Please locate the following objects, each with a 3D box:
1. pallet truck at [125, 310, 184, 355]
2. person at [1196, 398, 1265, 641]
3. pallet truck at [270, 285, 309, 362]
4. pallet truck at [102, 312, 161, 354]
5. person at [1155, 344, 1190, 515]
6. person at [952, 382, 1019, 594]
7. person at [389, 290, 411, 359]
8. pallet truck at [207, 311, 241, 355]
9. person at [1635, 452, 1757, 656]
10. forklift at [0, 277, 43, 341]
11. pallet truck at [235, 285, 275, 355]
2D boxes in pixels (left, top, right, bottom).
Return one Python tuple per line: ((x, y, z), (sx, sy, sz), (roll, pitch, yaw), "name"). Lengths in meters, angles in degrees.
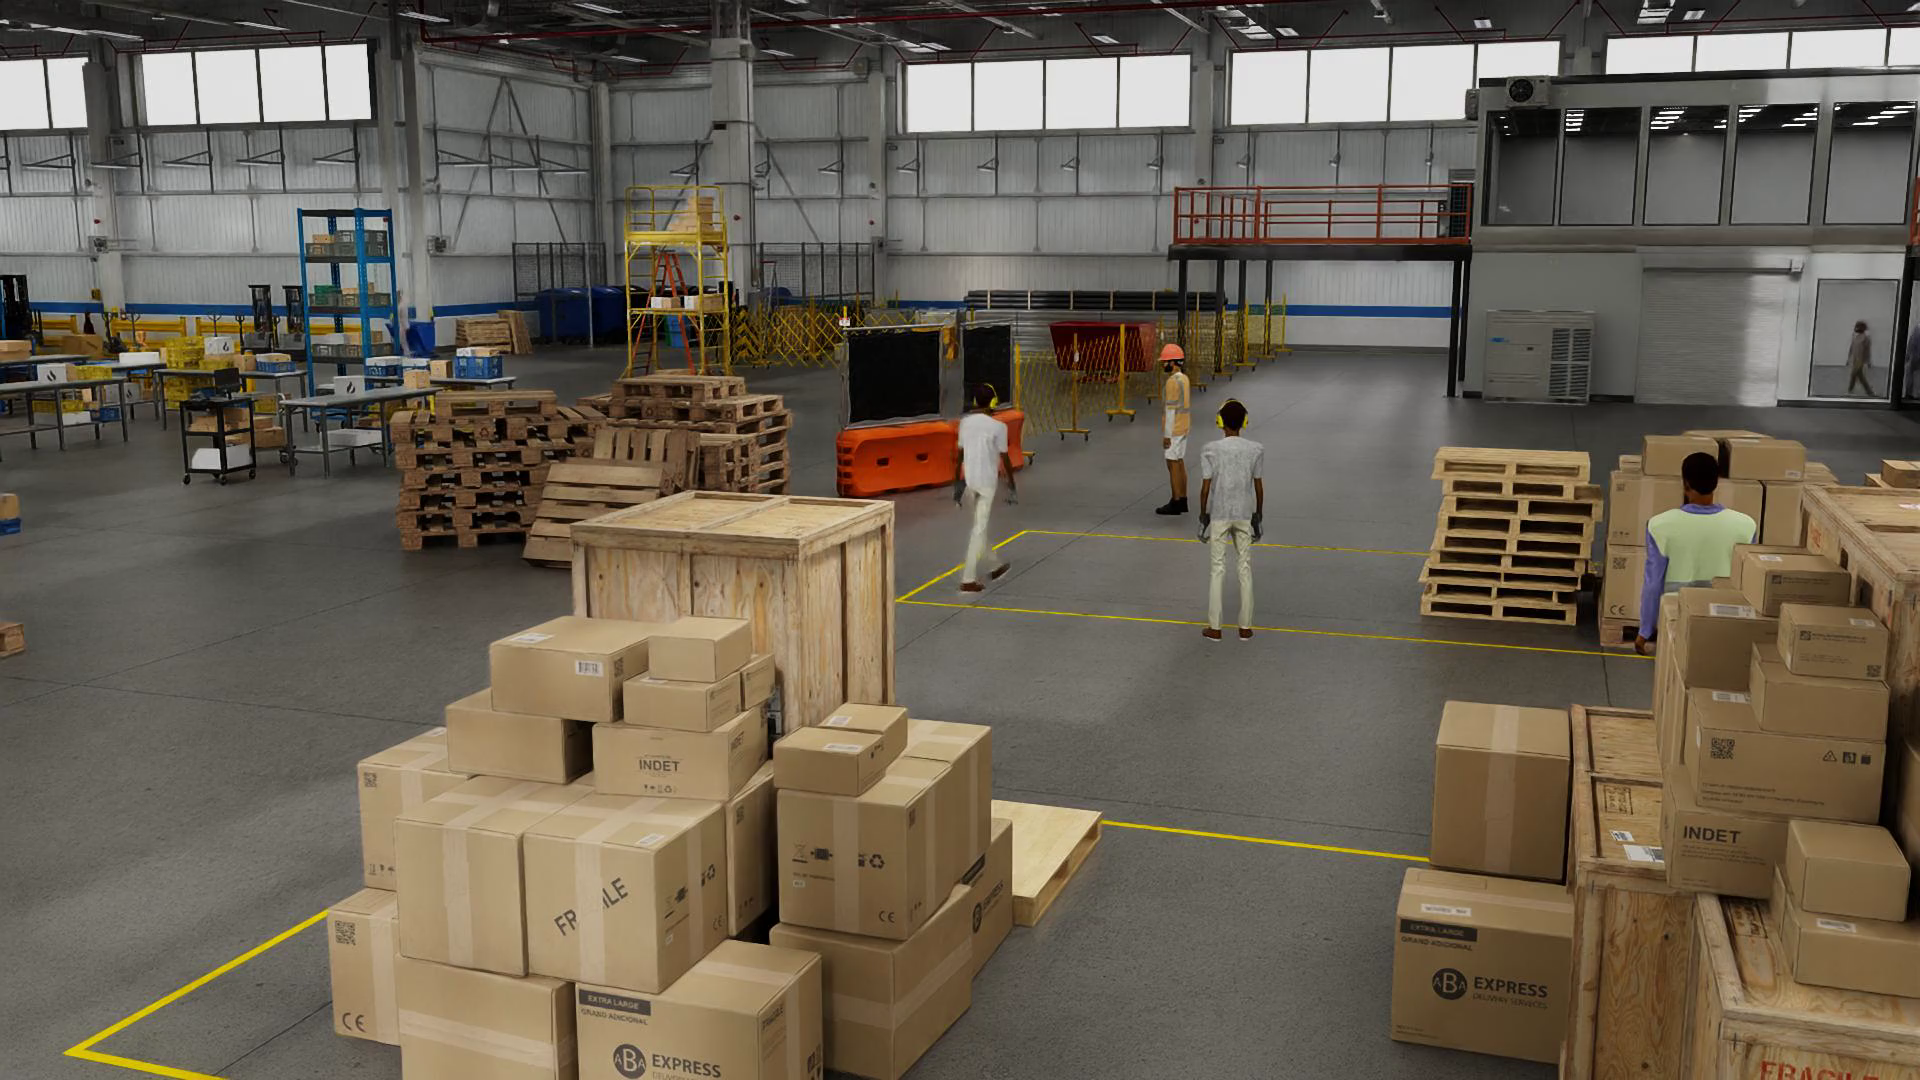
((-22.038, -5.665, 45.457), (0.704, 1.261, 1.522), (3, 11, 17), "pallet truck")
((2.075, -0.152, 12.767), (0.513, 1.876, 0.328), (0, 10, -2), "person")
((-17.147, -5.700, 43.663), (0.823, 1.965, 1.885), (3, 11, 17), "pallet truck")
((-23.057, -5.777, 46.261), (0.680, 1.201, 1.601), (3, 11, 19), "pallet truck")
((2.398, -1.242, 18.772), (0.385, 1.930, 0.539), (4, 11, 20), "person")
((0.260, -0.473, 14.702), (0.516, 1.821, 0.961), (8, 13, 37), "person")
((-14.406, -5.422, 42.417), (0.802, 1.874, 0.665), (-7, 12, -36), "person")
((-19.537, -5.575, 44.913), (0.653, 1.274, 1.630), (3, 11, 19), "pallet truck")
((4.019, 0.475, 9.115), (0.588, 1.917, 0.392), (1, 10, 4), "person")
((-27.151, -6.329, 46.328), (1.157, 1.987, 2.680), (3, 11, 17), "forklift")
((-18.327, -5.835, 44.421), (0.823, 1.965, 1.885), (4, 11, 23), "pallet truck")
